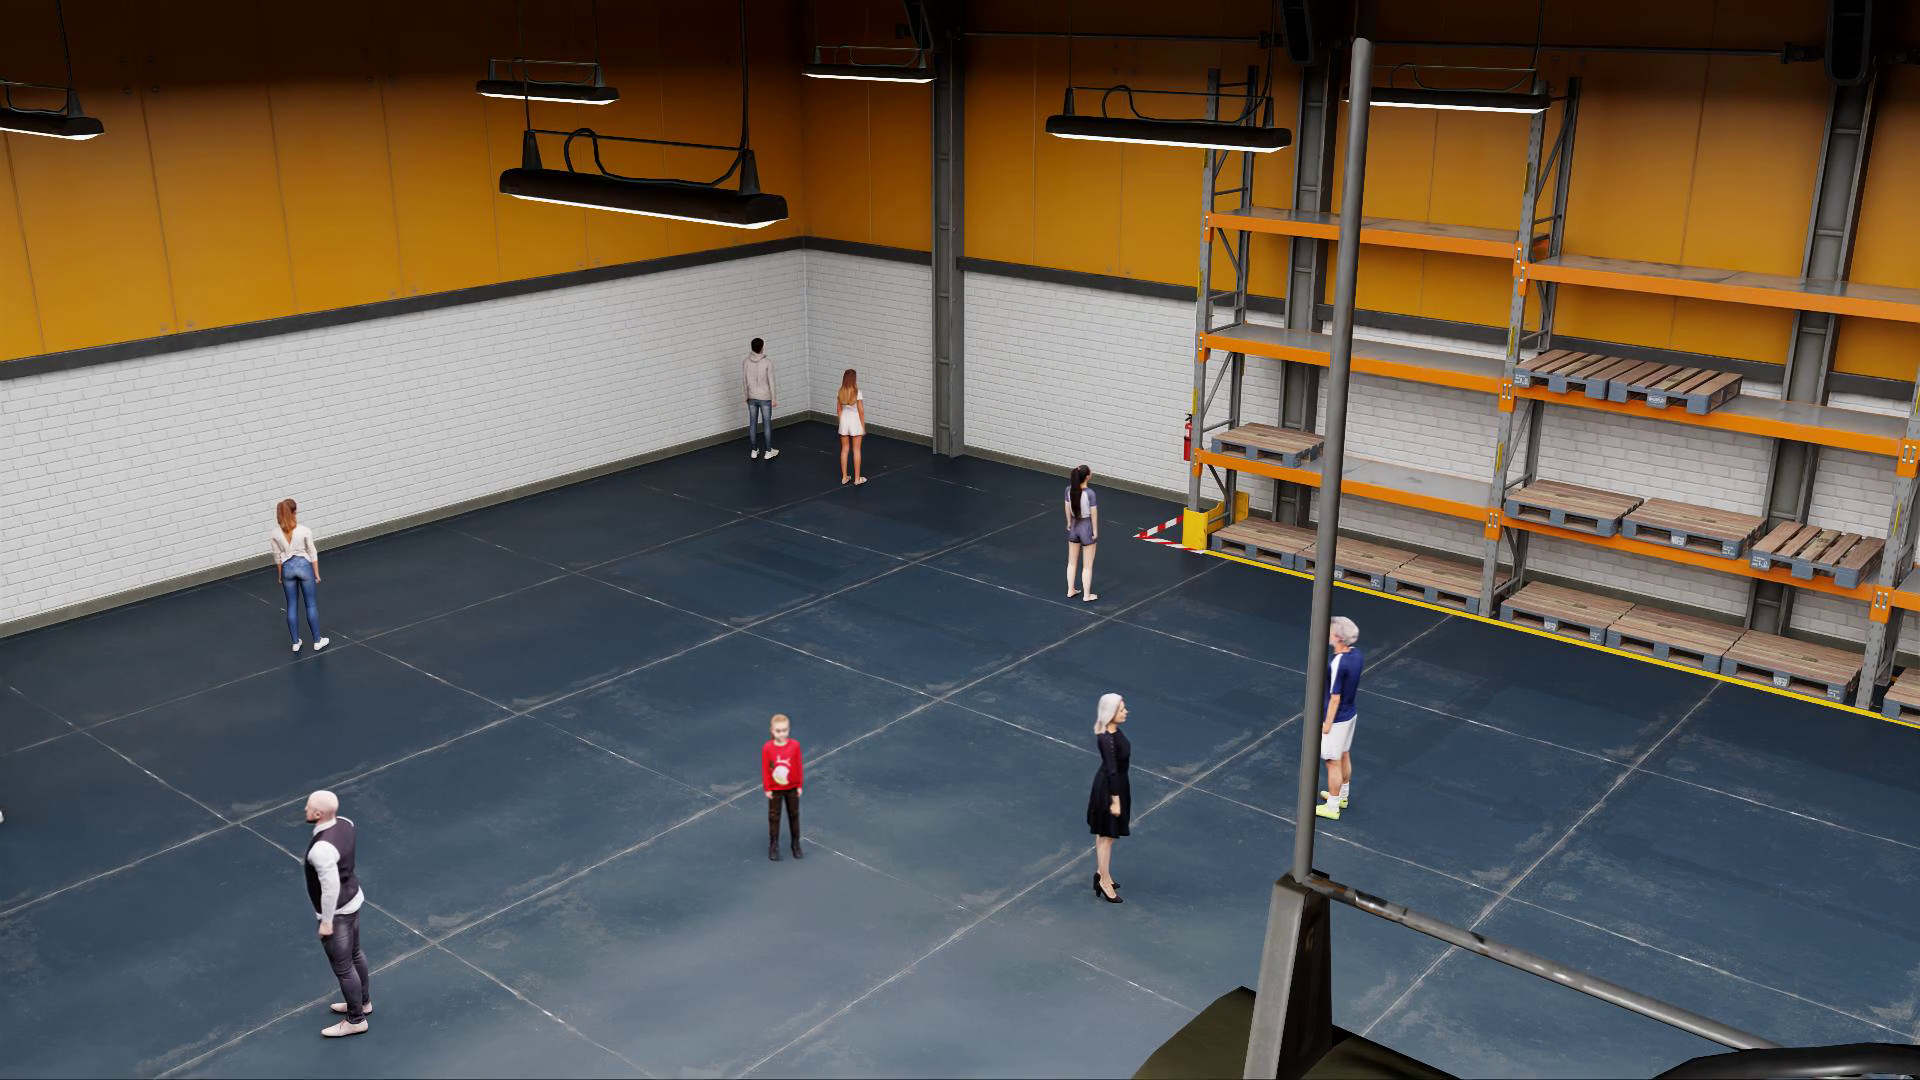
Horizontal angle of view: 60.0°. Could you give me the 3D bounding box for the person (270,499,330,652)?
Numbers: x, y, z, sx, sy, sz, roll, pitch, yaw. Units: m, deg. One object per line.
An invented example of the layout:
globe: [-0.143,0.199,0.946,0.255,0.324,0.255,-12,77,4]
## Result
person: [-7.213,0.373,18.109,0.684,1.720,0.742,-2,19,-5]

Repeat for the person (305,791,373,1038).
person: [-4.293,2.553,11.476,0.836,1.824,0.770,-2,19,-6]

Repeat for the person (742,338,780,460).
person: [-3.087,-2.182,25.491,0.679,1.852,0.811,5,19,13]

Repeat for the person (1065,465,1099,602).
person: [1.436,-0.092,19.601,0.445,1.650,0.647,15,24,37]

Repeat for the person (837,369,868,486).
person: [-1.591,-1.654,24.168,0.575,1.696,0.694,7,20,21]

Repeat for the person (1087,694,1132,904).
person: [1.195,2.021,13.175,0.739,1.747,0.698,1,19,3]

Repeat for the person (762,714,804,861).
person: [-1.473,2.040,13.847,0.565,1.281,0.610,-5,19,-14]

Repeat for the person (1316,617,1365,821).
person: [3.298,1.530,14.488,0.589,1.839,0.657,12,22,31]
